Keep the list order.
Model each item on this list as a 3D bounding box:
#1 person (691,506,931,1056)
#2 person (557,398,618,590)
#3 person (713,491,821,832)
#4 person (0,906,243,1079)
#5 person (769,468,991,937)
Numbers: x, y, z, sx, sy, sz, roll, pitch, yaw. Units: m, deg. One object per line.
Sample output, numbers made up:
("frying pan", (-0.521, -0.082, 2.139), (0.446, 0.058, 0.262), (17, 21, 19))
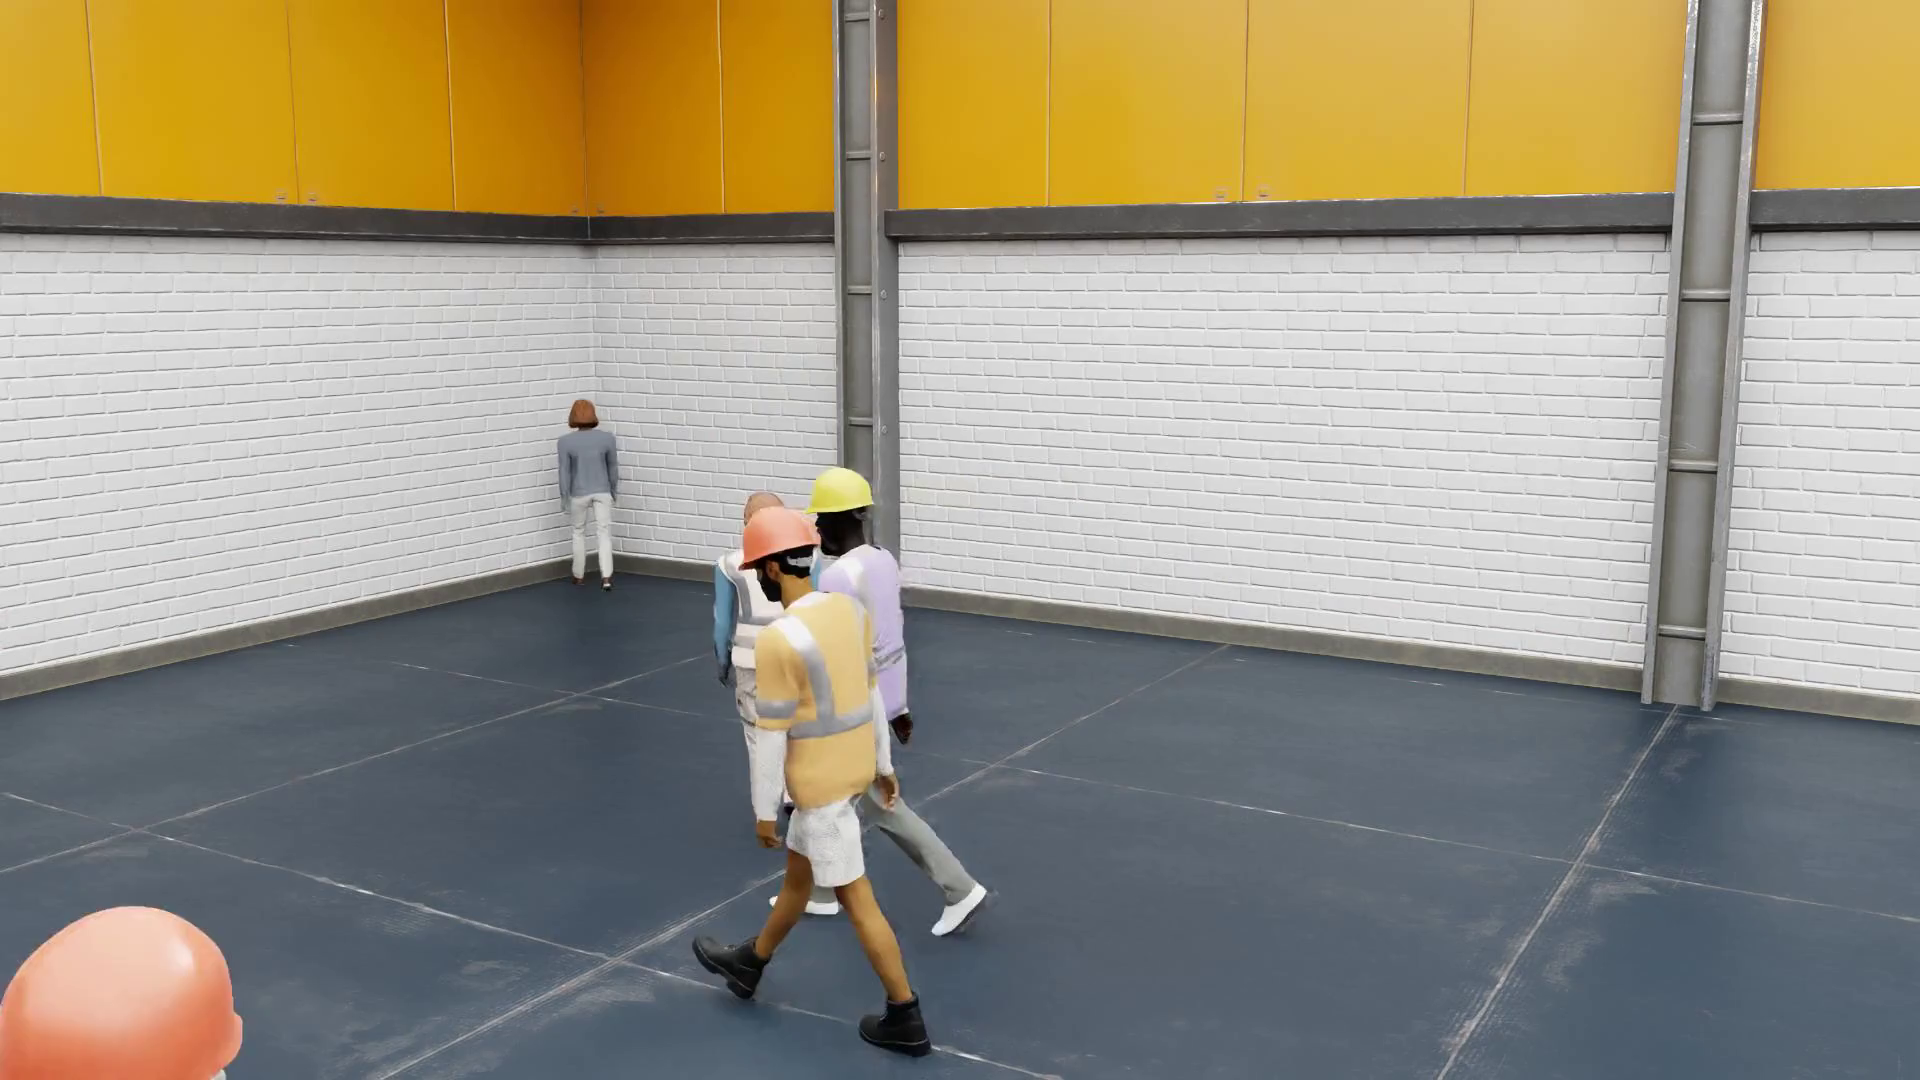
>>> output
("person", (-0.525, 0.808, 5.740), (1.043, 1.853, 0.608), (4, 10, 26))
("person", (-3.108, -0.378, 13.945), (0.506, 1.631, 0.572), (-3, 10, -18))
("person", (-0.896, 0.579, 7.872), (0.543, 1.623, 0.372), (-1, 9, -9))
("person", (-0.924, 1.387, 1.802), (0.605, 1.971, 0.887), (-2, 9, -11))
("person", (-0.321, 0.652, 6.639), (0.929, 1.886, 0.595), (2, 9, 14))
